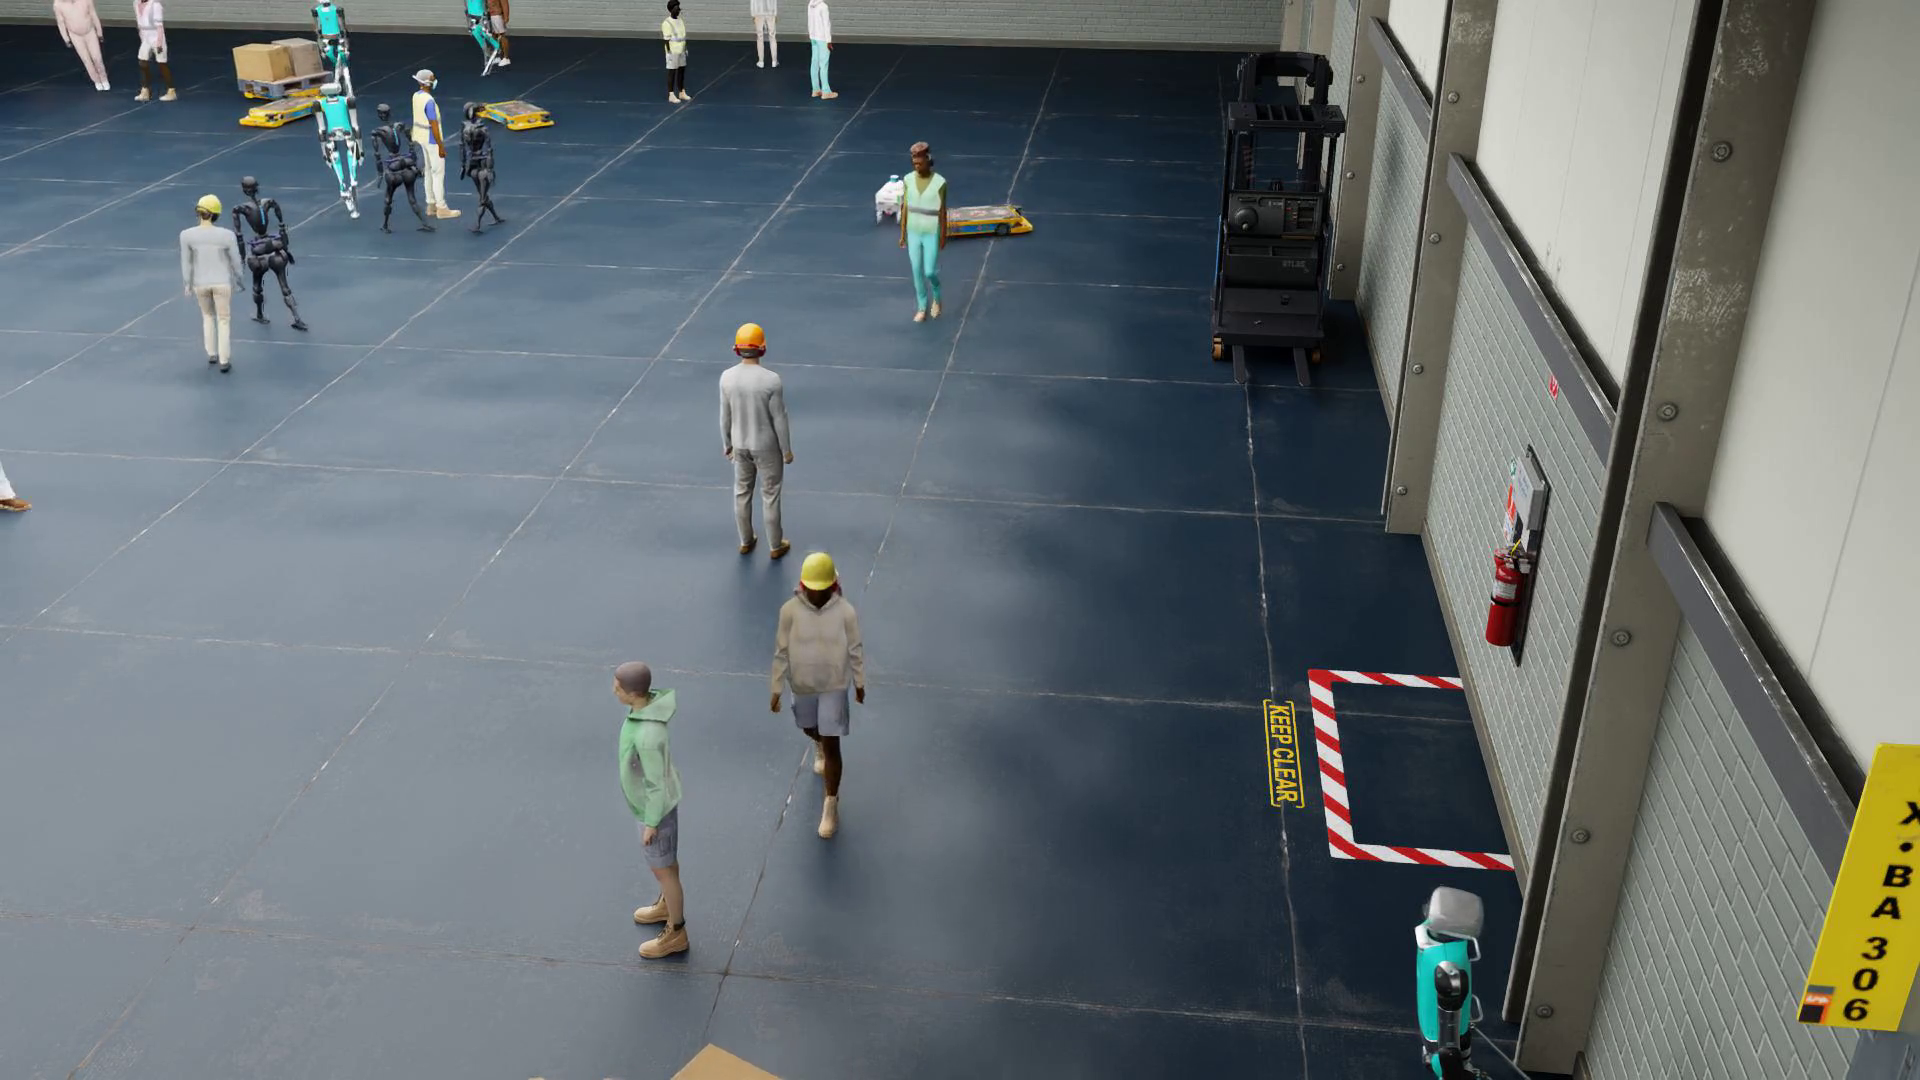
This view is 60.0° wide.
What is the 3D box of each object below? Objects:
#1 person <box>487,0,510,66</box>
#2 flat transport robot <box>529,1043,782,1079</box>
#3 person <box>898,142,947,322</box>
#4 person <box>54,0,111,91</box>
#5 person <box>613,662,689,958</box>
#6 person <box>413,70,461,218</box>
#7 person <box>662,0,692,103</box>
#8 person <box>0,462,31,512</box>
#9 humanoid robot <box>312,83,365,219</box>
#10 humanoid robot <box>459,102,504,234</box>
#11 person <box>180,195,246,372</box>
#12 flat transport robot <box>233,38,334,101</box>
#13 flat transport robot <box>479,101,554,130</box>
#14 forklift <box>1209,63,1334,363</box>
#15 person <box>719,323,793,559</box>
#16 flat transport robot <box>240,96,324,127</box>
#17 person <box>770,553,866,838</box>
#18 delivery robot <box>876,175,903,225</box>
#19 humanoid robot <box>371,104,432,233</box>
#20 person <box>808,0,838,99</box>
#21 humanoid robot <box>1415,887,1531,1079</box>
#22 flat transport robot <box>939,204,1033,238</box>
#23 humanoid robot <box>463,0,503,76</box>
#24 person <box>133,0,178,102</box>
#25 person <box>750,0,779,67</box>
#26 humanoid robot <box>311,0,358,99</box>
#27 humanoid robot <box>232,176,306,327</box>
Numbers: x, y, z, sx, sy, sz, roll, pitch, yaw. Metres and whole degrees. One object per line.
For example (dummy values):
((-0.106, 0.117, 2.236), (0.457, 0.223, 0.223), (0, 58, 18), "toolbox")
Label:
((-8.637, -9.788, 30.905), (0.797, 1.855, 0.388), (17, 31, 31), "person")
((-1.266, 3.035, 7.079), (0.659, 0.231, 1.431), (11, 29, 21), "flat transport robot")
((-0.390, -3.298, 17.840), (0.481, 1.958, 0.480), (9, 28, 18), "person")
((-15.123, -8.661, 28.635), (0.667, 1.873, 0.683), (-11, 29, -20), "person")
((-1.606, 1.394, 8.711), (0.325, 1.740, 0.483), (-6, 27, -11), "person")
((-6.849, -5.129, 21.583), (0.420, 1.897, 0.549), (-19, 32, -33), "person")
((-4.774, -8.224, 27.969), (0.322, 1.688, 0.528), (14, 30, 25), "person")
((-8.264, -1.092, 13.560), (0.916, 1.850, 0.583), (6, 27, 13), "person")
((-7.947, -4.929, 21.343), (0.559, 1.723, 1.035), (-5, 27, -9), "humanoid robot")
((-6.104, -4.721, 21.036), (0.602, 1.627, 0.758), (17, 31, 30), "humanoid robot")
((-7.440, -2.556, 16.611), (0.548, 1.714, 0.550), (-6, 27, -12), "person")
((-11.469, -7.608, 28.327), (1.431, 0.231, 0.659), (16, 31, 28), "flat transport robot")
((-7.168, -6.853, 26.819), (0.659, 0.231, 1.431), (-19, 32, -33), "flat transport robot")
((3.241, -3.477, 17.183), (1.129, 2.768, 1.873), (3, 27, 6), "forklift")
((-1.571, -0.754, 12.842), (0.569, 1.889, 0.389), (7, 28, 14), "person")
((-10.969, -6.975, 27.063), (0.659, 0.231, 1.431), (9, 28, 17), "flat transport robot")
((-0.831, 0.813, 9.887), (0.544, 1.731, 0.840), (2, 27, 4), "person")
((-0.846, -4.461, 21.720), (0.499, 0.590, 0.793), (6, 27, 12), "delivery robot")
((-7.086, -4.692, 20.977), (0.627, 1.617, 0.604), (23, 34, 38), "humanoid robot")
((-2.370, -8.496, 28.262), (0.371, 1.917, 0.488), (-23, 34, -38), "person")
((2.209, 2.209, 6.977), (0.732, 1.695, 0.533), (3, 27, 6), "humanoid robot")
((0.155, -4.061, 21.245), (1.431, 0.231, 0.659), (-6, 27, -12), "flat transport robot")
((-8.512, -9.177, 29.932), (0.570, 1.867, 0.762), (11, 29, 21), "humanoid robot")
((-13.607, -8.311, 27.801), (0.628, 2.002, 0.768), (10, 28, 19), "person")
((-3.609, -9.693, 30.696), (0.499, 1.877, 0.400), (-4, 27, -8), "person")
((-10.566, -8.363, 28.174), (0.555, 1.753, 0.762), (-3, 27, -6), "humanoid robot")
((-7.405, -3.061, 17.733), (0.768, 1.633, 0.616), (21, 33, 36), "humanoid robot")
